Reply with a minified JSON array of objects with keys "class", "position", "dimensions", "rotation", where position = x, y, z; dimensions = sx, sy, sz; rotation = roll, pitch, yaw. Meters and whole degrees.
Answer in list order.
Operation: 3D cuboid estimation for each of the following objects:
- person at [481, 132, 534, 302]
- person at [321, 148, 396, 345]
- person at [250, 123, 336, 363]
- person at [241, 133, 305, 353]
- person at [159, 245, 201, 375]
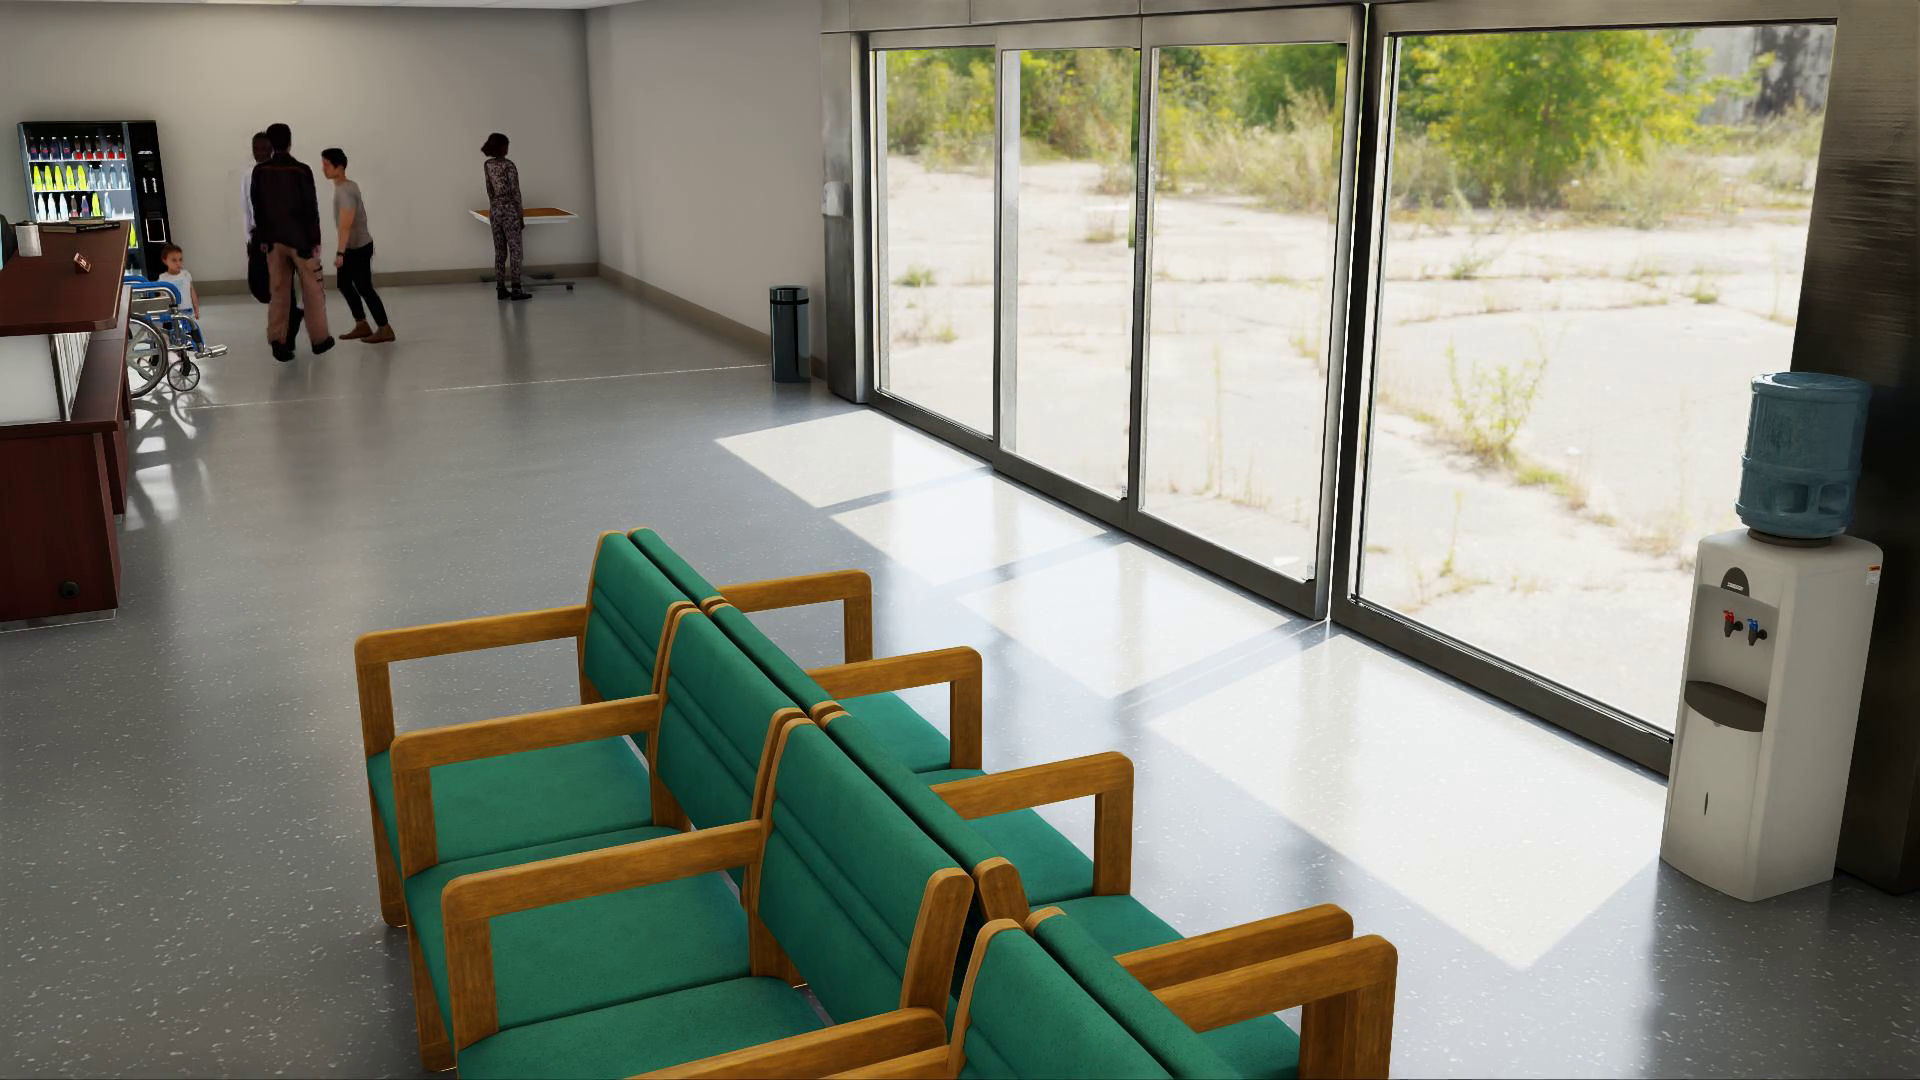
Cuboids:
[{"class":"person","position":[-4.741,-3.371,17.328],"dimensions":[0.686,1.713,0.730],"rotation":[9,18,28]},{"class":"person","position":[-5.170,-2.526,14.397],"dimensions":[0.708,1.677,0.665],"rotation":[-3,16,-10]},{"class":"person","position":[-5.429,-2.346,13.378],"dimensions":[1.273,1.884,1.057],"rotation":[-1,16,-4]},{"class":"person","position":[-5.770,-2.516,14.106],"dimensions":[0.916,1.816,0.956],"rotation":[1,16,5]},{"class":"person","position":[-6.180,-1.820,13.121],"dimensions":[0.606,1.011,0.585],"rotation":[14,21,41]}]
